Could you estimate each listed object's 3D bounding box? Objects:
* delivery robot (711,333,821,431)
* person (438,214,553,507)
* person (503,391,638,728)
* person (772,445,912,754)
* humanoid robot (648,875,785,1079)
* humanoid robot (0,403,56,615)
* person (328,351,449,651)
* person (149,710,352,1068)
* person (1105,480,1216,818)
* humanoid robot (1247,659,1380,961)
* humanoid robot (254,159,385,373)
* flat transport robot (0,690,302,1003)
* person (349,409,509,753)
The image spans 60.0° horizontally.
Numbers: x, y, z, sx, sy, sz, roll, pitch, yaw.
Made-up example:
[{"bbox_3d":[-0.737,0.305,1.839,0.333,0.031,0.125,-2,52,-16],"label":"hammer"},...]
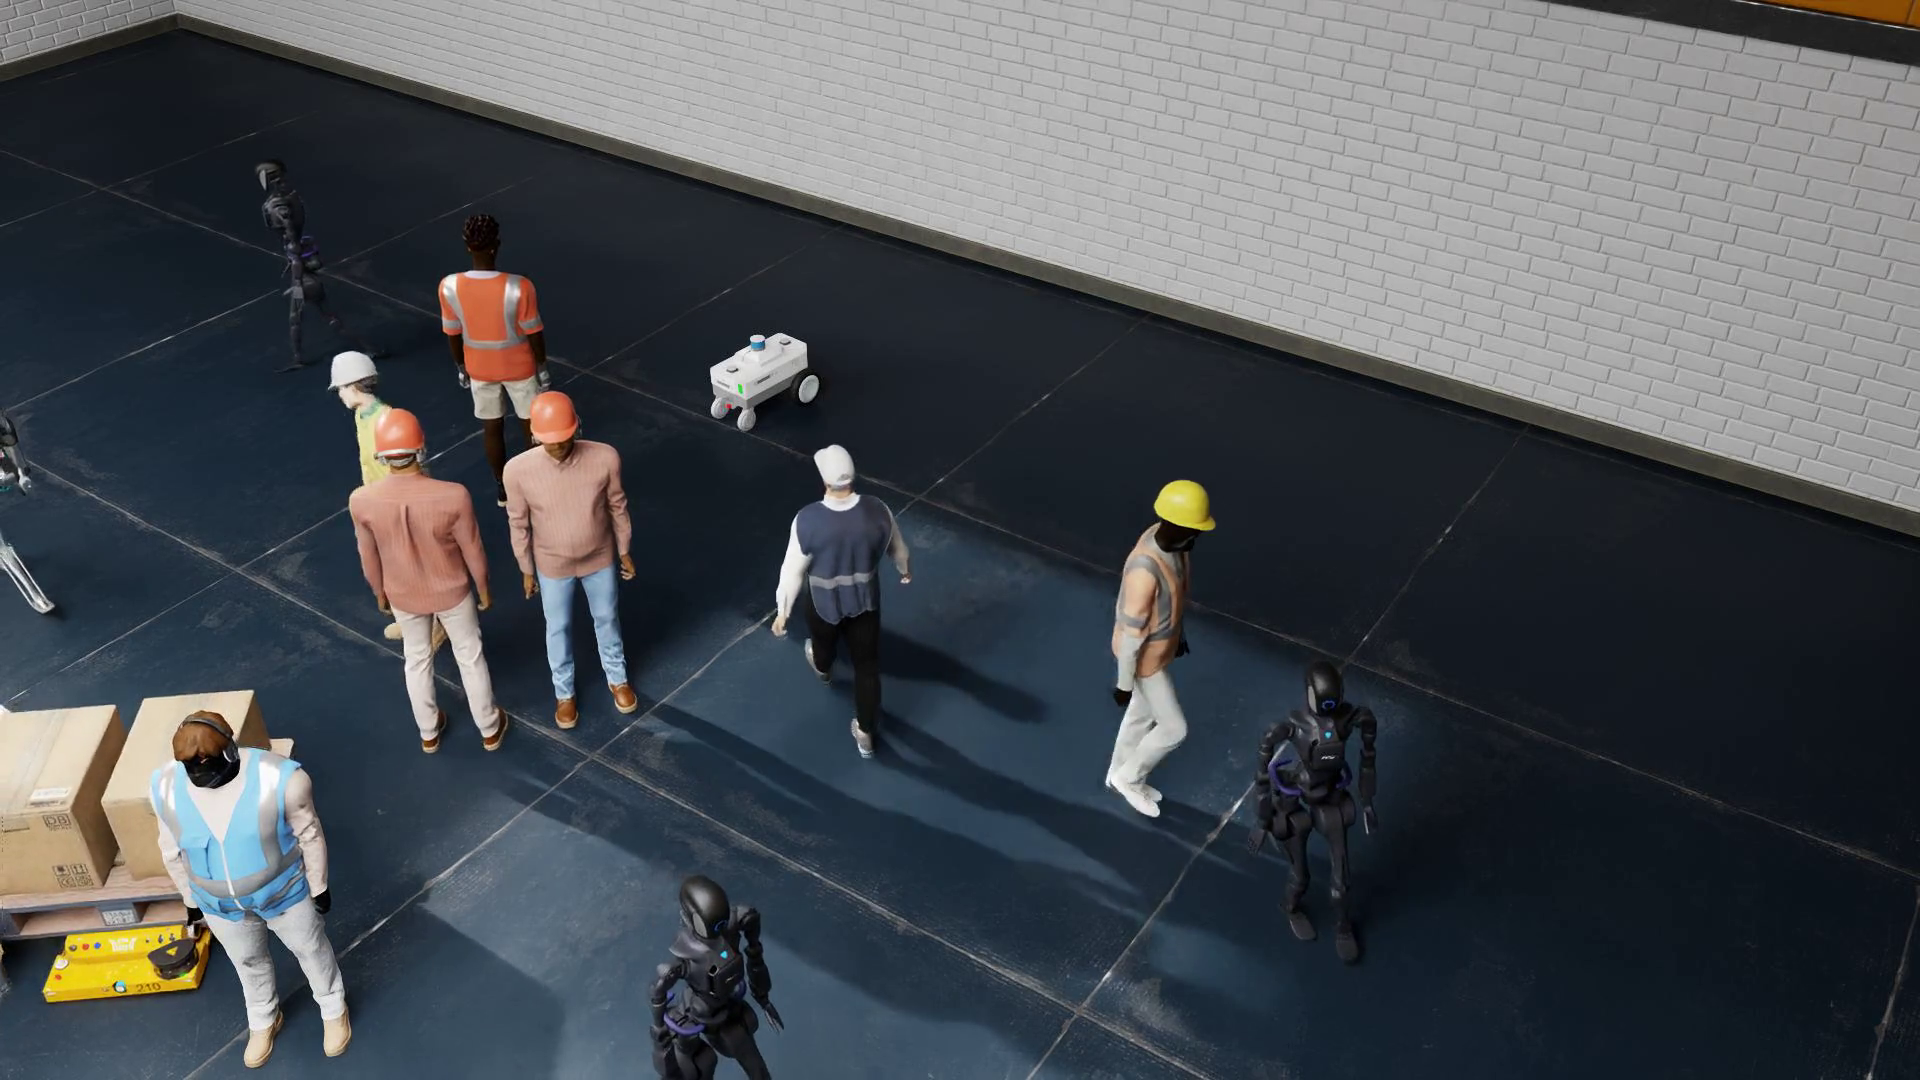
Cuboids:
[{"bbox_3d":[-1.382,-1.154,11.680,0.499,0.614,0.803,25,42,32],"label":"delivery robot"},{"bbox_3d":[-2.848,-1.086,10.337,0.606,1.965,0.369,1,35,2],"label":"person"},{"bbox_3d":[-1.987,0.098,8.621,0.610,1.993,0.393,-12,37,-16],"label":"person"},{"bbox_3d":[-0.628,0.226,8.669,0.791,1.712,0.910,-9,36,-13],"label":"person"},{"bbox_3d":[-0.940,1.882,6.345,0.334,1.642,0.609,26,42,32],"label":"humanoid robot"},{"bbox_3d":[-5.725,-0.382,9.582,1.068,1.767,0.560,27,43,33],"label":"humanoid robot"},{"bbox_3d":[-3.062,-0.180,9.157,0.520,1.848,0.399,24,42,30],"label":"person"},{"bbox_3d":[-2.899,1.438,6.838,0.624,1.843,0.429,-5,35,-7],"label":"person"},{"bbox_3d":[0.961,0.534,8.074,0.489,1.897,0.612,12,37,16],"label":"person"},{"bbox_3d":[1.583,1.196,7.333,0.608,1.631,0.423,-5,35,-8],"label":"humanoid robot"},{"bbox_3d":[-4.655,-1.942,11.867,0.781,1.642,0.599,-15,38,-20],"label":"humanoid robot"},{"bbox_3d":[-3.852,1.580,8.006,0.659,0.231,1.431,-4,35,-6],"label":"flat transport robot"},{"bbox_3d":[-2.687,0.230,8.446,0.617,1.985,0.411,-2,35,-3],"label":"person"}]
